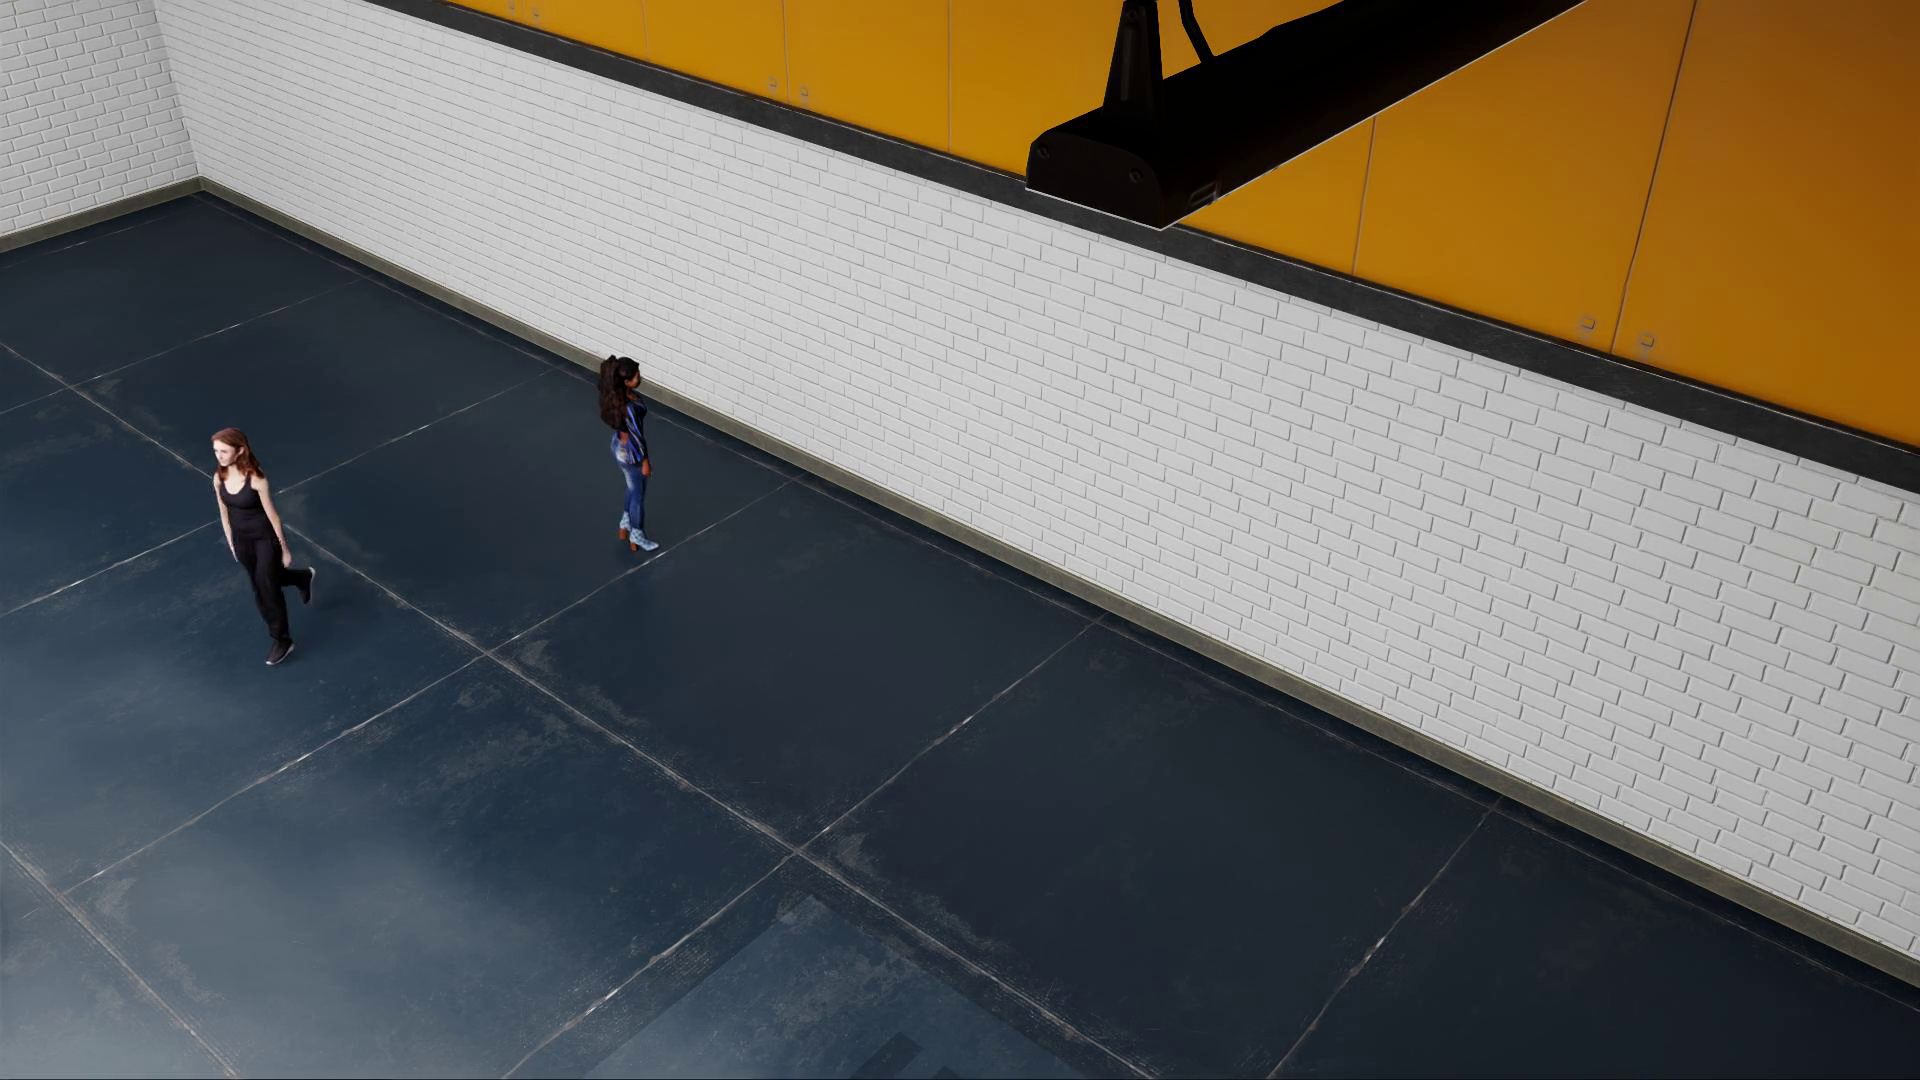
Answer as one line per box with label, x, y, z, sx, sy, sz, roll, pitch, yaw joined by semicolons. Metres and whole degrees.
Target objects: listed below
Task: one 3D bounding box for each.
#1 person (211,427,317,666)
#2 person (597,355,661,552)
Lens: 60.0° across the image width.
person;-4.637;-0.041;11.156;0.872;1.727;1.082;7;34;11
person;-2.424;-0.632;12.139;0.705;1.622;0.712;-13;36;-19
